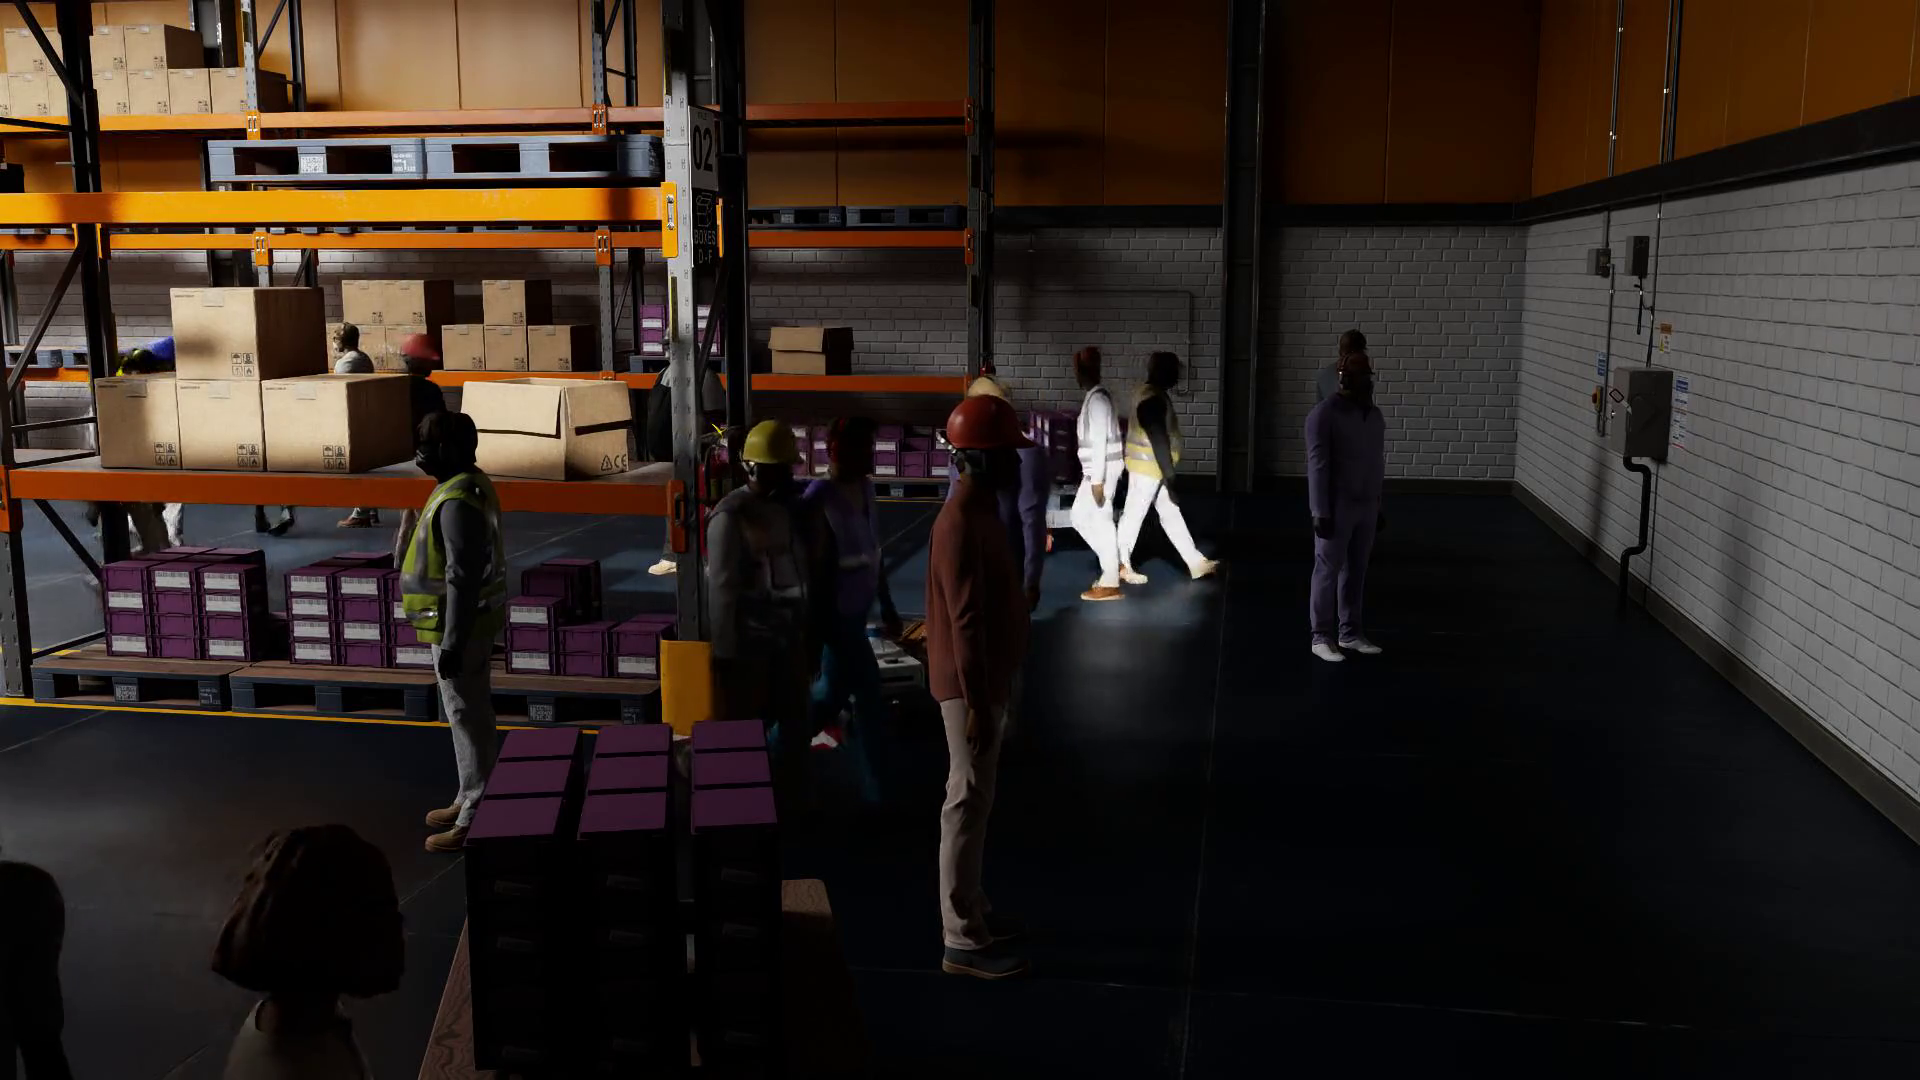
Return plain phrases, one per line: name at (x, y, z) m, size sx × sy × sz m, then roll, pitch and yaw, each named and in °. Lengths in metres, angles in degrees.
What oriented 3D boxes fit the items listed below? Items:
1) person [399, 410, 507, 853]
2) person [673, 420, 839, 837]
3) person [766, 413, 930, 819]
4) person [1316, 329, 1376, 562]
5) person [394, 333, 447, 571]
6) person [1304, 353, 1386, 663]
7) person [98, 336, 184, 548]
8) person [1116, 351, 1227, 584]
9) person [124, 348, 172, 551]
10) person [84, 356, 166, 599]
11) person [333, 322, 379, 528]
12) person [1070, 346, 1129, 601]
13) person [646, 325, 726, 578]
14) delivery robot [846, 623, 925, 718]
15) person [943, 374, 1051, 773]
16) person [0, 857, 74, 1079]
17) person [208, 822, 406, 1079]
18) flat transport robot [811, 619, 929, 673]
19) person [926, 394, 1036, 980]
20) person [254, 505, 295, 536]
person at (-2.115, 0.375, 6.979) m, size 0.429 × 1.844 × 0.627 m, roll -2°, pitch 9°, yaw -15°
person at (-0.915, 0.370, 7.154) m, size 0.763 × 1.802 × 0.628 m, roll 5°, pitch 11°, yaw 30°
person at (-0.577, 0.323, 7.416) m, size 0.880 × 1.809 × 0.569 m, roll 2°, pitch 9°, yaw 14°
person at (3.223, -0.780, 13.848) m, size 0.373 × 1.937 × 0.630 m, roll -5°, pitch 11°, yaw -30°
person at (-3.890, -0.535, 12.241) m, size 0.874 × 1.955 × 0.629 m, roll 3°, pitch 10°, yaw 16°
person at (2.430, -0.205, 10.365) m, size 0.642 × 1.911 × 0.407 m, roll -7°, pitch 12°, yaw -38°
person at (-6.476, -0.669, 13.243) m, size 0.772 × 1.912 × 0.634 m, roll -1°, pitch 9°, yaw -9°
person at (1.600, -0.534, 12.745) m, size 0.948 × 1.795 × 0.627 m, roll 2°, pitch 9°, yaw 12°
person at (-5.934, -0.462, 12.111) m, size 0.495 × 1.856 × 0.548 m, roll 1°, pitch 9°, yaw 7°
person at (-5.667, -0.310, 11.194) m, size 0.514 × 1.851 × 0.613 m, roll 3°, pitch 10°, yaw 18°
person at (-5.717, -1.081, 15.708) m, size 0.357 × 1.937 × 0.638 m, roll 0°, pitch 9°, yaw 0°
person at (1.009, -0.491, 12.275) m, size 0.421 × 1.868 × 0.694 m, roll 0°, pitch 9°, yaw 1°
person at (-2.201, -0.708, 13.078) m, size 0.678 × 2.000 × 0.537 m, roll 7°, pitch 12°, yaw 37°
delivery robot at (-0.449, 0.684, 8.750) m, size 0.477 × 0.478 × 0.707 m, roll -4°, pitch 10°, yaw -22°
person at (0.139, 0.160, 8.079) m, size 0.424 × 1.934 × 0.644 m, roll -8°, pitch 12°, yaw -42°
person at (-1.535, 1.097, 2.424) m, size 0.535 × 1.864 × 0.309 m, roll -6°, pitch 11°, yaw -32°
person at (-0.943, 1.216, 2.413) m, size 0.366 × 1.616 × 0.537 m, roll -2°, pitch 9°, yaw -15°
flat transport robot at (-0.731, 0.624, 10.287) m, size 1.431 × 0.197 × 0.652 m, roll 2°, pitch 9°, yaw 12°
person at (0.069, 0.496, 5.749) m, size 0.375 × 1.995 × 0.611 m, roll 0°, pitch 9°, yaw 3°
person at (-6.312, -0.974, 15.213) m, size 0.612 × 1.896 × 0.780 m, roll -5°, pitch 10°, yaw -28°
